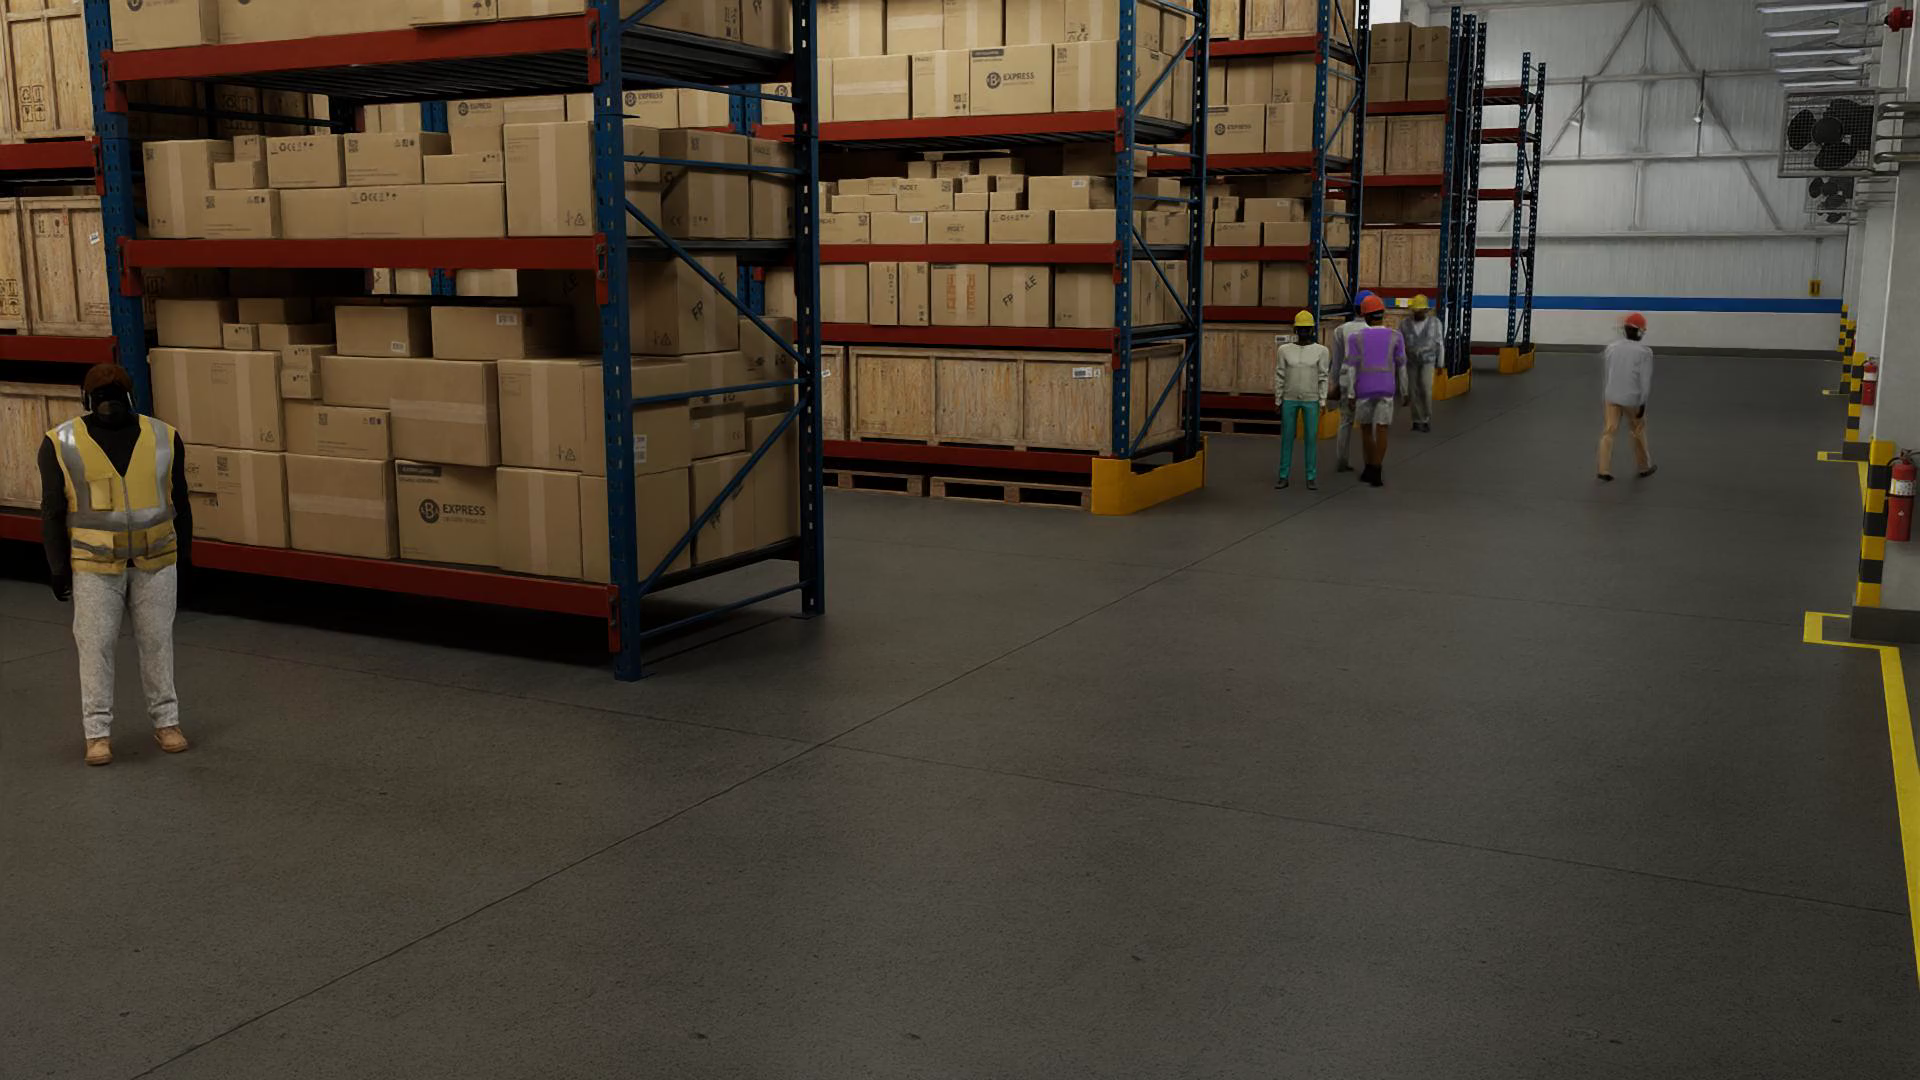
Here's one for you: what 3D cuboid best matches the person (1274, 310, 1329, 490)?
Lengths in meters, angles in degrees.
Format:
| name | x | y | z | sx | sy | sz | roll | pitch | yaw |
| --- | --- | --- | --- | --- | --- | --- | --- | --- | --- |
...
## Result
| name | x | y | z | sx | sy | sz | roll | pitch | yaw |
| --- | --- | --- | --- | --- | --- | --- | --- | --- | --- |
| person | 3.362 | -1.374 | 16.417 | 0.530 | 1.772 | 0.303 | 3 | 10 | 15 |

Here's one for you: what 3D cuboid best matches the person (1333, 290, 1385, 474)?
| name | x | y | z | sx | sy | sz | roll | pitch | yaw |
| --- | --- | --- | --- | --- | --- | --- | --- | --- | --- |
| person | 4.238 | -1.661 | 17.565 | 0.611 | 1.944 | 0.406 | 8 | 12 | 37 |

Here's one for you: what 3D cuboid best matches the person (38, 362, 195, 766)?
| name | x | y | z | sx | sy | sz | roll | pitch | yaw |
| --- | --- | --- | --- | --- | --- | --- | --- | --- | --- |
| person | -3.854 | 0.102 | 7.659 | 0.633 | 1.841 | 0.429 | -7 | 12 | -36 |

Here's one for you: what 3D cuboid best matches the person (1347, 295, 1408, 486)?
| name | x | y | z | sx | sy | sz | roll | pitch | yaw |
| --- | --- | --- | --- | --- | --- | --- | --- | --- | --- |
| person | 4.189 | -1.496 | 16.693 | 0.607 | 1.902 | 0.602 | 2 | 10 | 12 |

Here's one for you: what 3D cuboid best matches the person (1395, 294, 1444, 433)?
| name | x | y | z | sx | sy | sz | roll | pitch | yaw |
| --- | --- | --- | --- | --- | --- | --- | --- | --- | --- |
| person | 5.960 | -2.295 | 21.655 | 0.612 | 1.796 | 0.793 | 4 | 11 | 22 |

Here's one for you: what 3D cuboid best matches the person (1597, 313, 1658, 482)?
| name | x | y | z | sx | sy | sz | roll | pitch | yaw |
| --- | --- | --- | --- | --- | --- | --- | --- | --- | --- |
| person | 6.875 | -1.458 | 17.068 | 0.885 | 1.710 | 0.580 | -8 | 13 | -38 |
